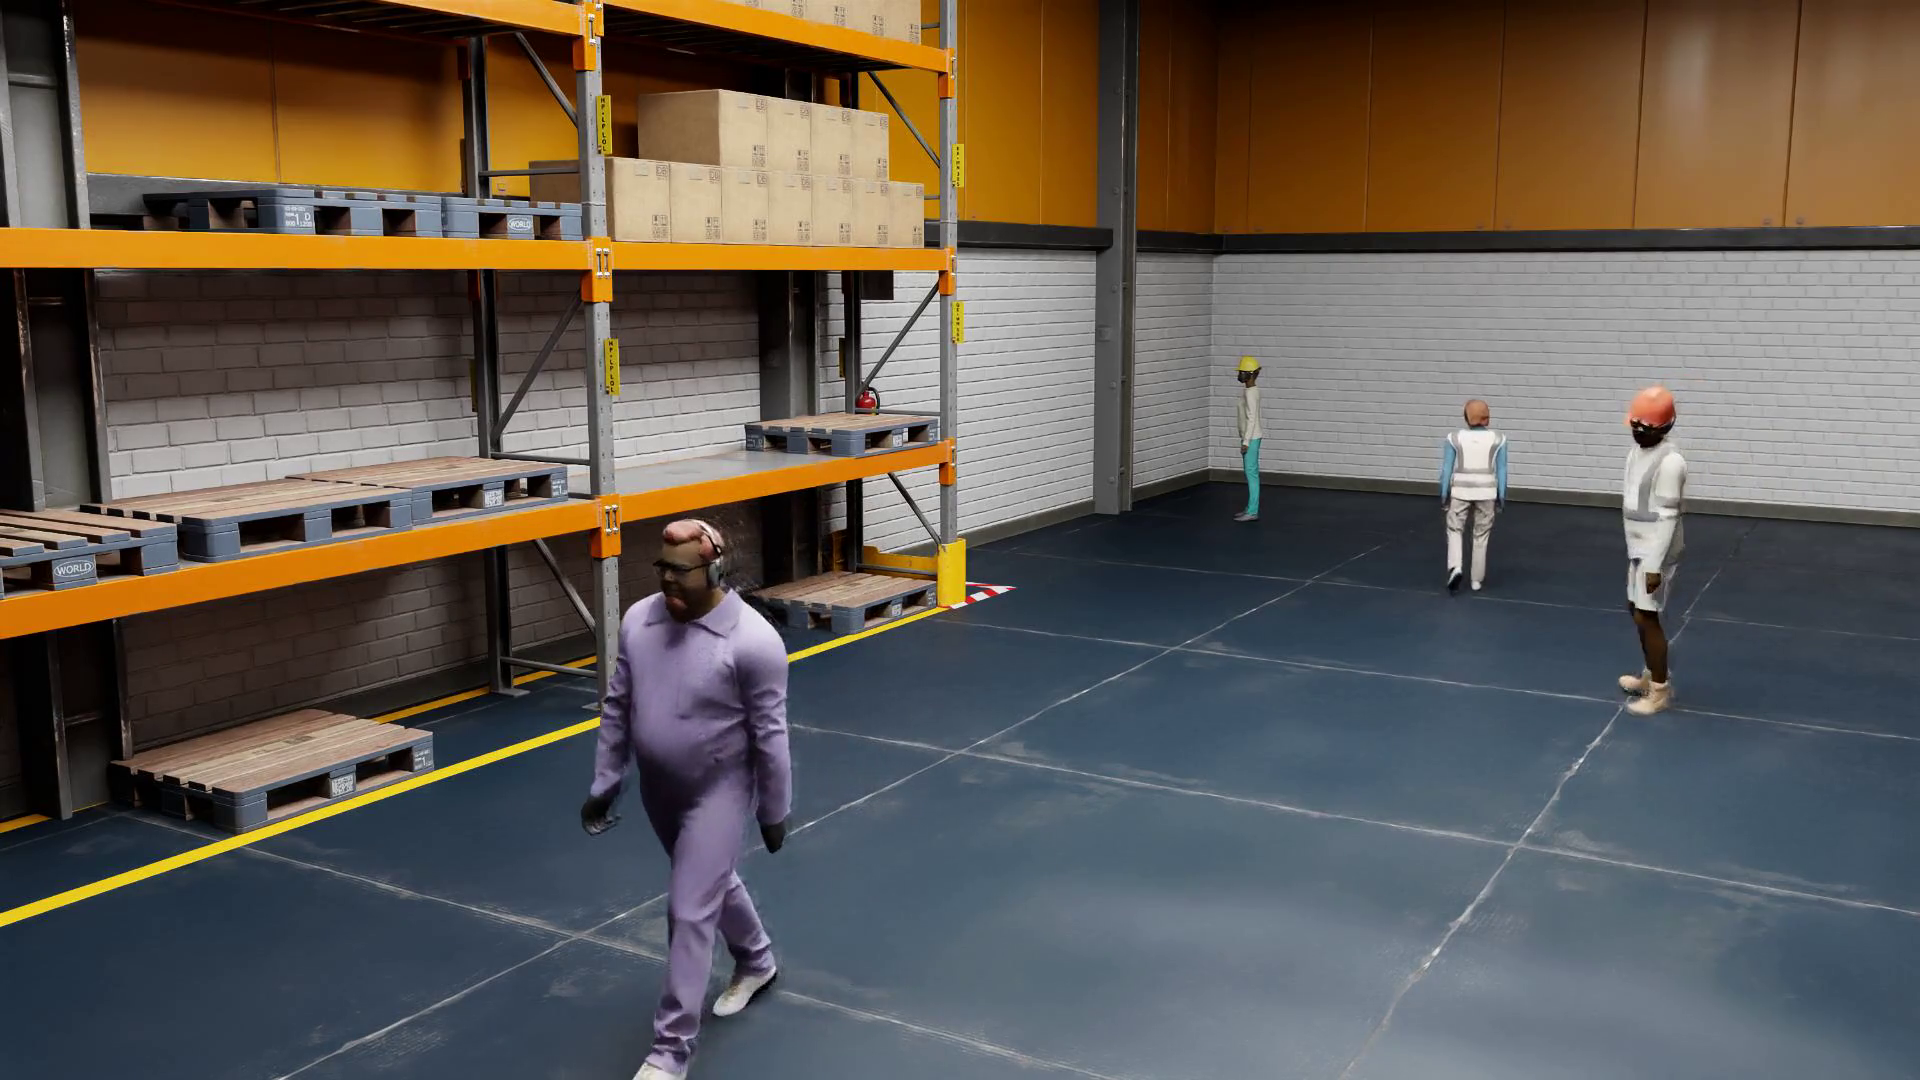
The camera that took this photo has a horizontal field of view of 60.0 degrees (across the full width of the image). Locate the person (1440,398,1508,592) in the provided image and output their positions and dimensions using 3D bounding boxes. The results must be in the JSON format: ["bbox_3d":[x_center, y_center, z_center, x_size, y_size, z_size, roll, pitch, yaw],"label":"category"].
[{"bbox_3d":[4.237,-0.355,13.722,0.535,1.628,0.533,2,9,15],"label":"person"}]

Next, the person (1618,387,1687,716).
[{"bbox_3d":[4.140,0.062,10.003,0.514,1.990,0.763,1,9,5],"label":"person"}]

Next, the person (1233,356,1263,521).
[{"bbox_3d":[3.081,-1.080,17.812,0.317,1.769,0.523,2,9,13],"label":"person"}]

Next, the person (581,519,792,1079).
[{"bbox_3d":[-0.882,0.836,5.603,0.654,1.859,1.006,6,11,34],"label":"person"}]
